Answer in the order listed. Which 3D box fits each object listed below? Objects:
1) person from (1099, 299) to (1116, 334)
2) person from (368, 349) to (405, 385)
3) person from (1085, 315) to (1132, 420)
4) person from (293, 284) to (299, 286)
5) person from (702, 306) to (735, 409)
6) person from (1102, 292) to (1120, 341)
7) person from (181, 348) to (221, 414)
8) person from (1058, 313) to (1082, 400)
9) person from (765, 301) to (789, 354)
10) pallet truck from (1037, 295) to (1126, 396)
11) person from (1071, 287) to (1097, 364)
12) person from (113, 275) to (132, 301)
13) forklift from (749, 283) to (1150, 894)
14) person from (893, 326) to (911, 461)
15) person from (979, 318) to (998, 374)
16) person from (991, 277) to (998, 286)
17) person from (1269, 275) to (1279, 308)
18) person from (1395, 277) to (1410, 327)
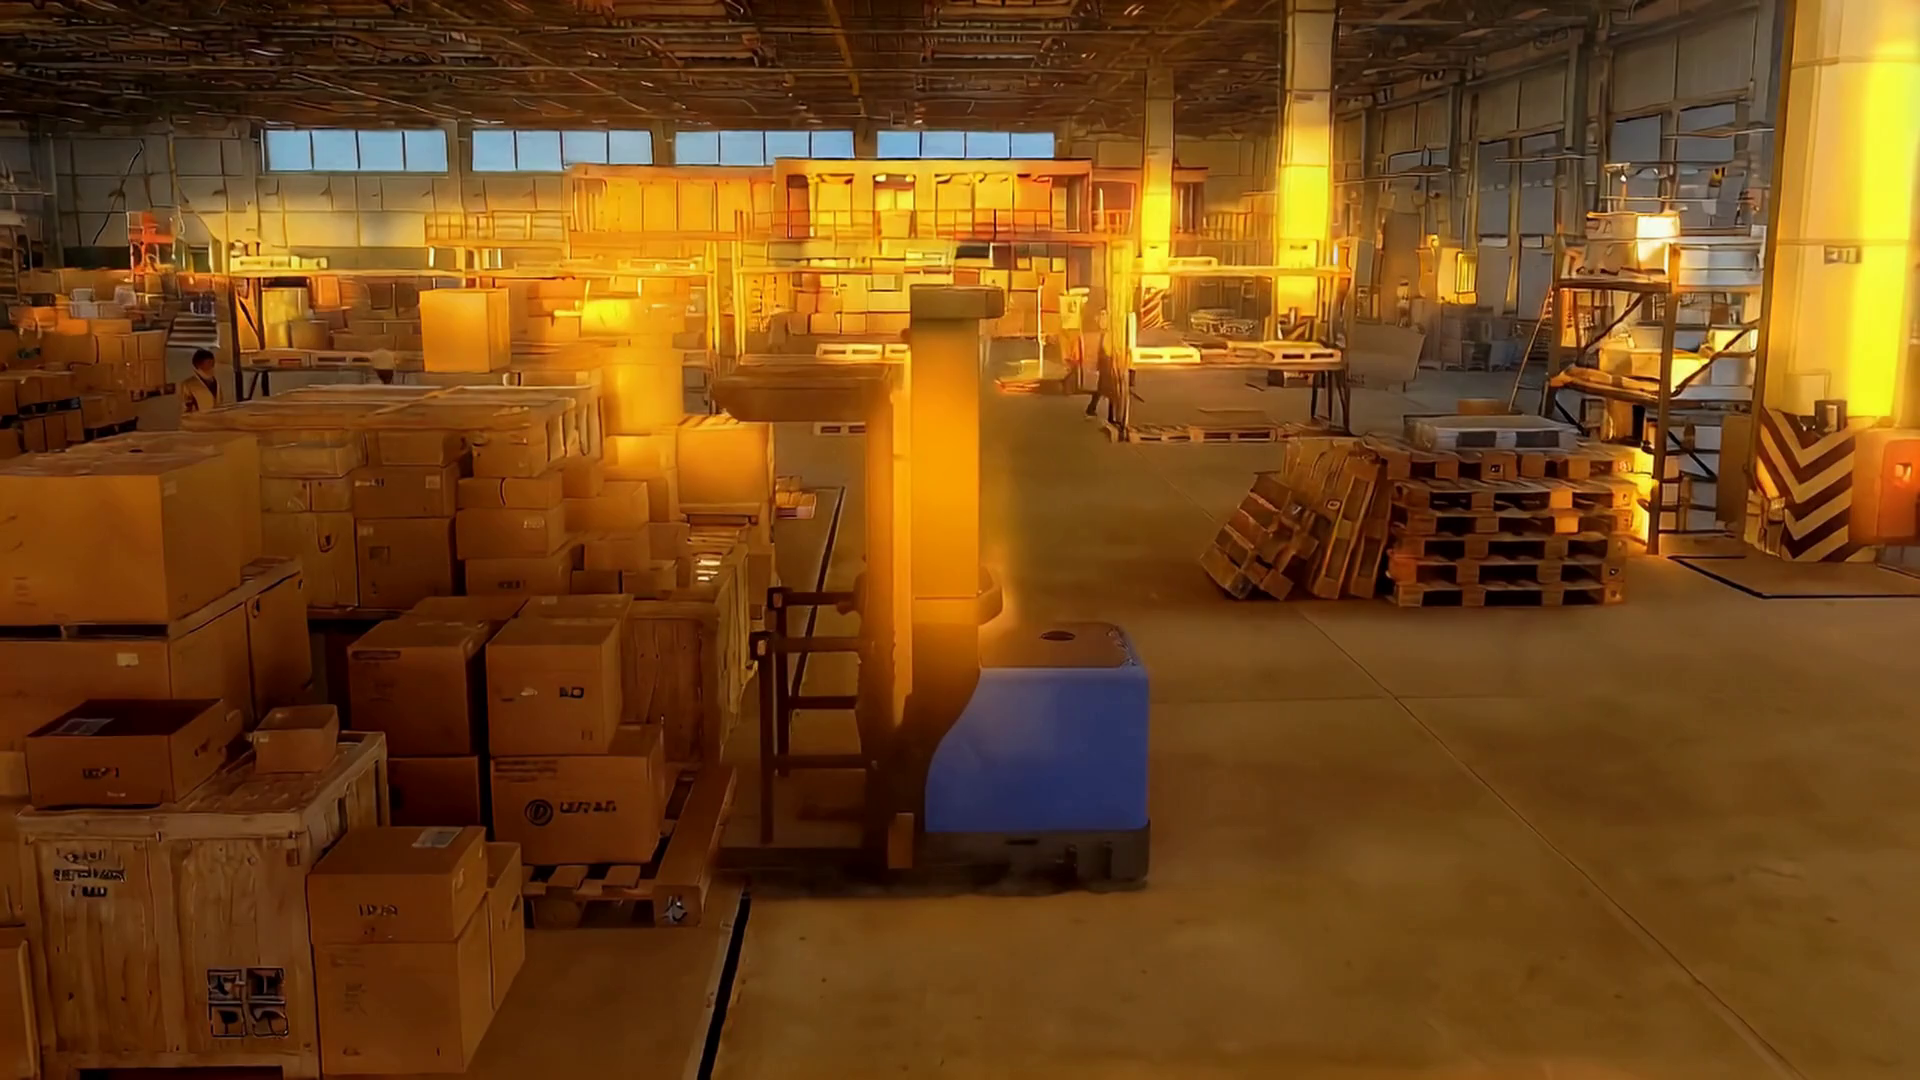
[{"bbox_3d":[3.135,-4.132,34.901,0.429,1.843,0.622,1,10,8],"label":"person"},{"bbox_3d":[-5.945,-1.049,17.539,0.558,1.901,0.835,-9,13,-41],"label":"person"},{"bbox_3d":[2.555,-2.958,28.524,1.011,1.788,0.496,-5,11,-26],"label":"person"},{"bbox_3d":[-18.336,-6.154,46.085,0.530,1.869,0.311,-5,11,-24],"label":"person"},{"bbox_3d":[-4.332,-3.285,30.019,0.913,1.897,0.584,4,11,23],"label":"person"},{"bbox_3d":[3.416,-4.538,36.935,0.587,1.922,0.383,-3,10,-14],"label":"person"},{"bbox_3d":[-8.062,-1.094,17.759,0.372,1.917,0.596,1,10,6],"label":"person"},{"bbox_3d":[2.170,-3.503,31.828,0.380,1.687,0.532,-1,10,-7],"label":"person"},{"bbox_3d":[-3.947,-4.288,36.012,0.536,1.747,0.536,-3,11,-18],"label":"person"},{"bbox_3d":[2.483,-3.881,33.060,1.885,1.965,0.823,-7,13,-36],"label":"pallet truck"},{"bbox_3d":[2.827,-4.953,39.102,0.654,1.964,0.837,-8,13,-39],"label":"person"},{"bbox_3d":[-25.841,-7.148,51.239,0.618,2.020,0.838,3,11,16],"label":"person"},{"bbox_3d":[-0.057,0.174,8.009,1.873,2.768,1.129,0,10,-2],"label":"forklift"},{"bbox_3d":[-0.580,-2.020,23.003,1.006,1.899,0.634,4,11,19],"label":"person"},{"bbox_3d":[0.649,-4.686,38.389,0.488,1.699,0.907,7,12,33],"label":"person"},{"bbox_3d":[1.032,-7.311,52.378,0.379,1.931,0.625,4,11,21],"label":"person"},{"bbox_3d":[14.499,-11.627,76.381,0.618,1.951,1.015,2,10,11],"label":"person"},{"bbox_3d":[13.820,-7.226,51.859,0.361,1.940,0.543,-7,13,-36],"label":"person"}]
